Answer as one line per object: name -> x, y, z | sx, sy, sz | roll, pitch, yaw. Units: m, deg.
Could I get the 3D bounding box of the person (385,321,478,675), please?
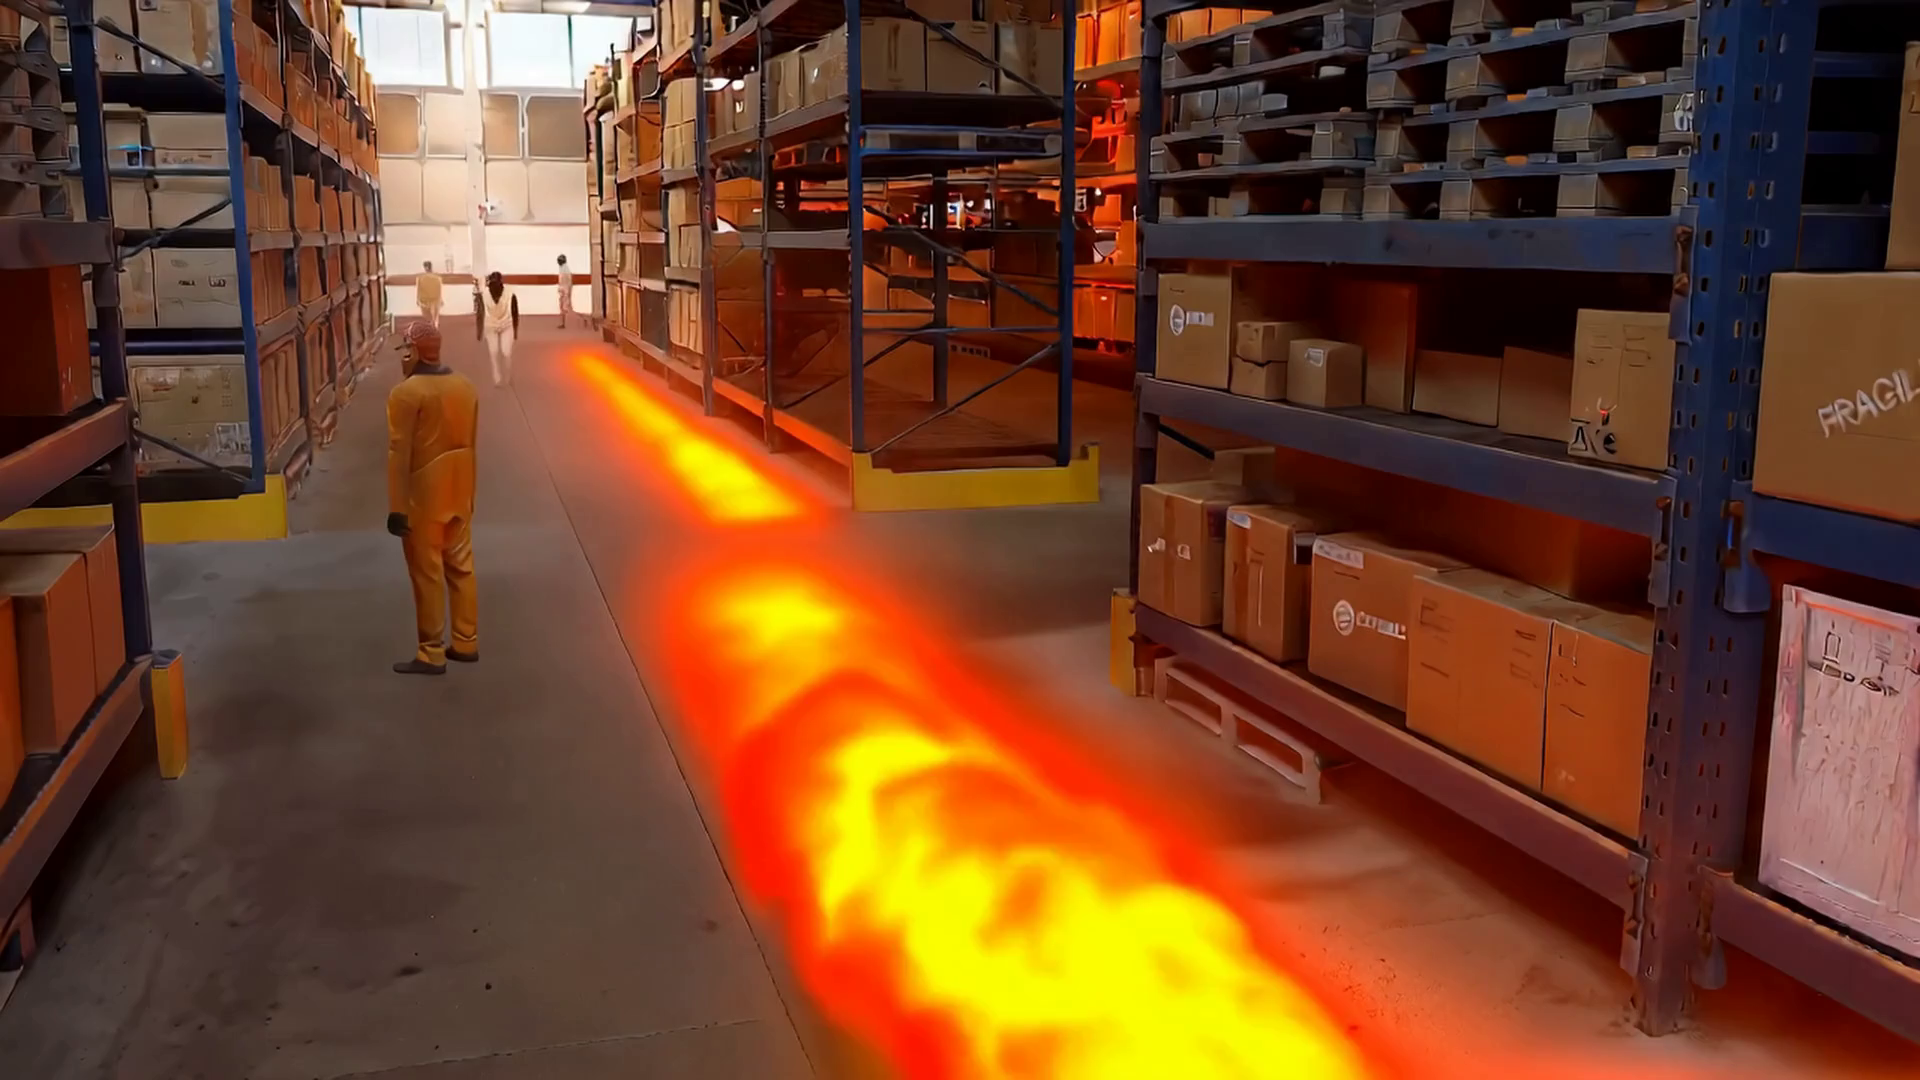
person -> -2.875, -0.227, 9.013 | 0.400, 1.901, 0.642 | 4, 11, 19

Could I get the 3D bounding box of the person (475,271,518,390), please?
person -> -7.114, -3.208, 25.553 | 0.630, 1.819, 0.694 | -2, 11, -13

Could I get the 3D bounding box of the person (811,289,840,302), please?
person -> -2.285, -3.688, 28.368 | 0.526, 1.760, 0.337 | -3, 11, -16

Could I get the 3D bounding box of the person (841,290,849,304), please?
person -> -2.872, -6.544, 44.032 | 0.565, 1.750, 0.341 | 5, 11, 24

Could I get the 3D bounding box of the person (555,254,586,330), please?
person -> -9.927, -6.281, 42.123 | 0.676, 1.925, 0.614 | -4, 11, -22

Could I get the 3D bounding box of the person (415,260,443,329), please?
person -> -12.364, -5.609, 38.754 | 0.599, 1.812, 0.708 | -4, 11, -22
